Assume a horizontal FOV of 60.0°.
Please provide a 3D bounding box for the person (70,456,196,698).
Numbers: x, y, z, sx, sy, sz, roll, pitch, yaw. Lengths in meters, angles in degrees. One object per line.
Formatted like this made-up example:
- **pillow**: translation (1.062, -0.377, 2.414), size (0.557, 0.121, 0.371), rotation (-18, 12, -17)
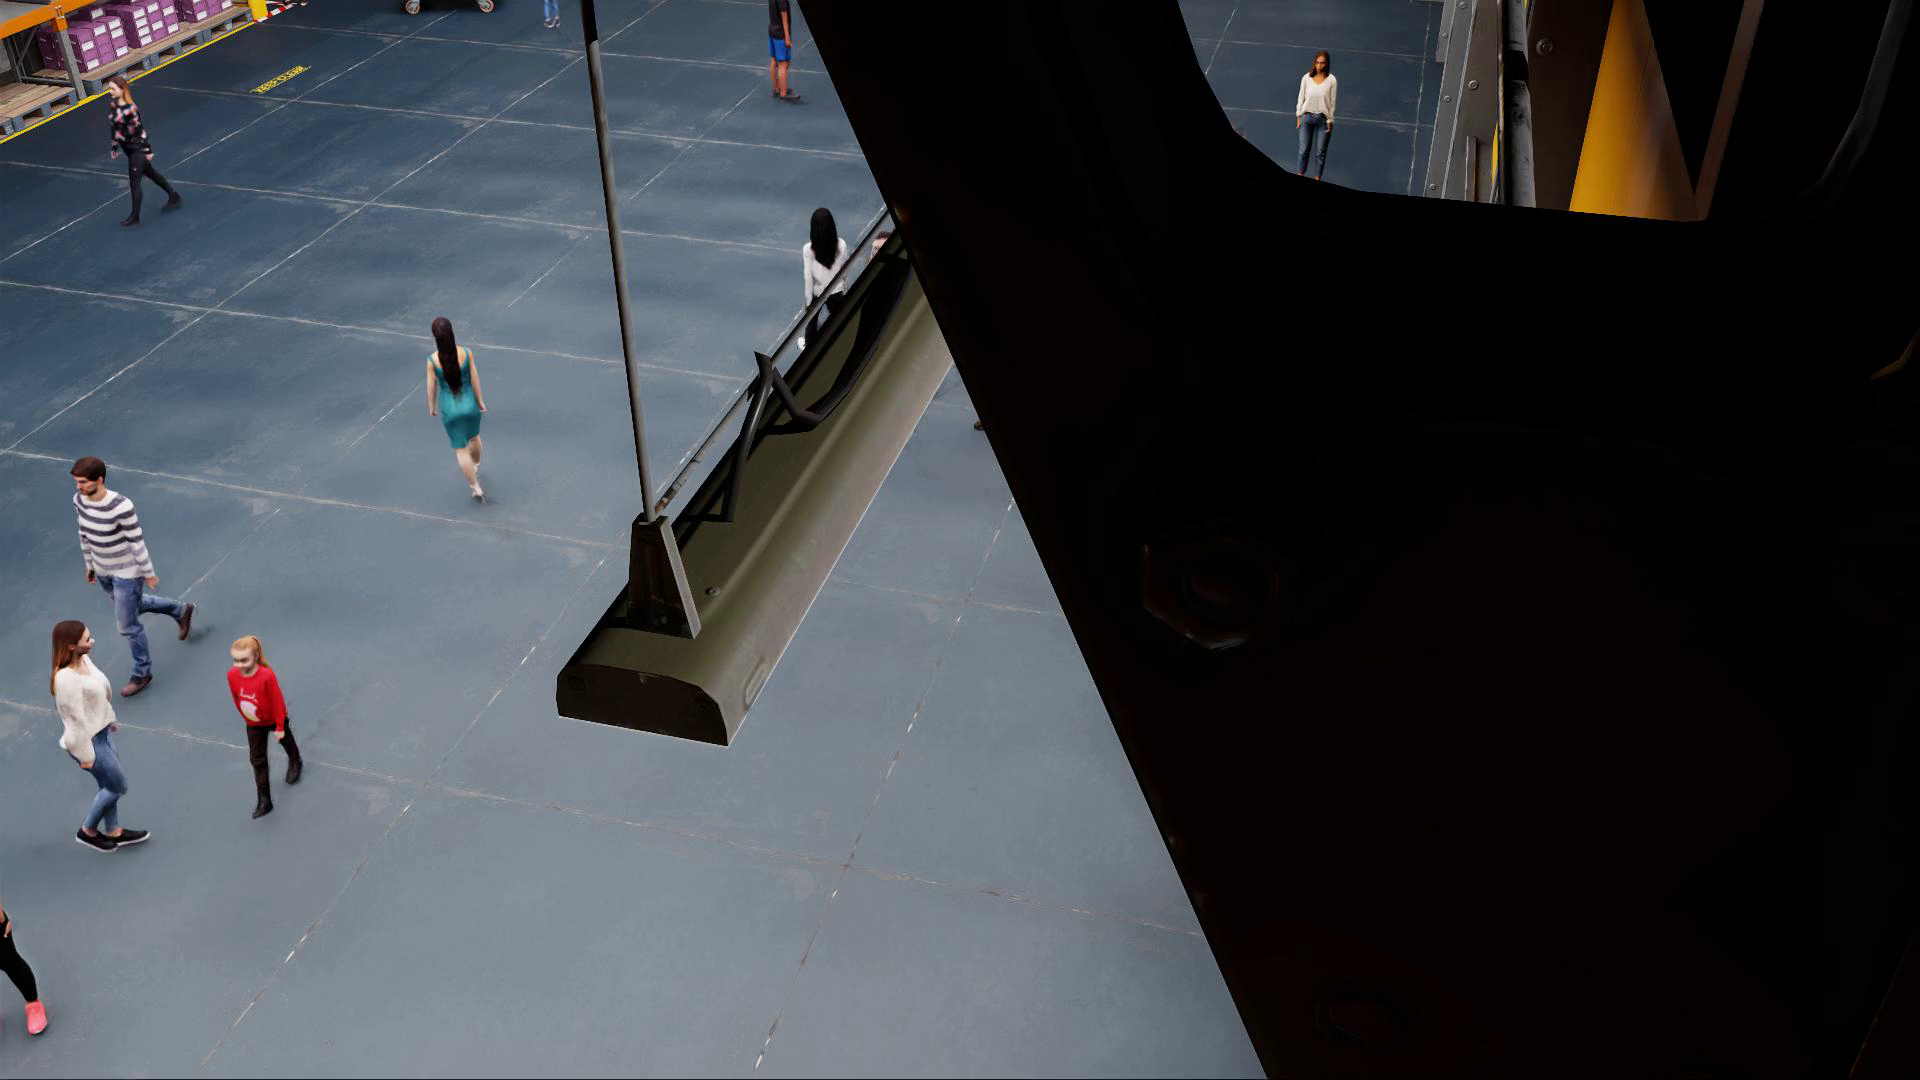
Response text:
- **person**: translation (-5.912, 0.161, 11.862), size (0.792, 1.821, 1.158), rotation (15, 36, 21)

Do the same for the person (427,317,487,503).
- **person**: translation (-4.145, -1.045, 13.817), size (0.883, 1.666, 0.949), rotation (-16, 37, -23)

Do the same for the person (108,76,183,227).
- **person**: translation (-9.352, -4.476, 19.003), size (0.835, 1.640, 1.152), rotation (21, 39, 28)

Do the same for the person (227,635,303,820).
- **person**: translation (-4.529, 1.141, 10.906), size (0.684, 1.247, 0.958), rotation (-1, 34, -2)

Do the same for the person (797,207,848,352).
- **person**: translation (-1.225, -2.274, 15.666), size (1.022, 1.666, 1.118), rotation (-15, 37, -22)

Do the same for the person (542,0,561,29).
- **person**: translation (-6.289, -8.442, 25.347), size (0.605, 1.222, 0.638), rotation (-12, 35, -17)

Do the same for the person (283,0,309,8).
- **person**: translation (-10.659, -9.298, 26.180), size (0.649, 1.726, 0.682), rotation (-12, 36, -18)

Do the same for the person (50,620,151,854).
- **person**: translation (-5.482, 1.260, 10.344), size (0.849, 1.671, 0.777), rotation (-5, 34, -8)

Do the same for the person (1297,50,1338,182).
- **person**: translation (4.229, -4.979, 19.725), size (0.634, 1.678, 0.575), rotation (12, 36, 18)

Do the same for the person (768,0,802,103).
- **person**: translation (-2.431, -6.837, 22.414), size (0.757, 1.796, 0.686), rotation (-16, 37, -22)
